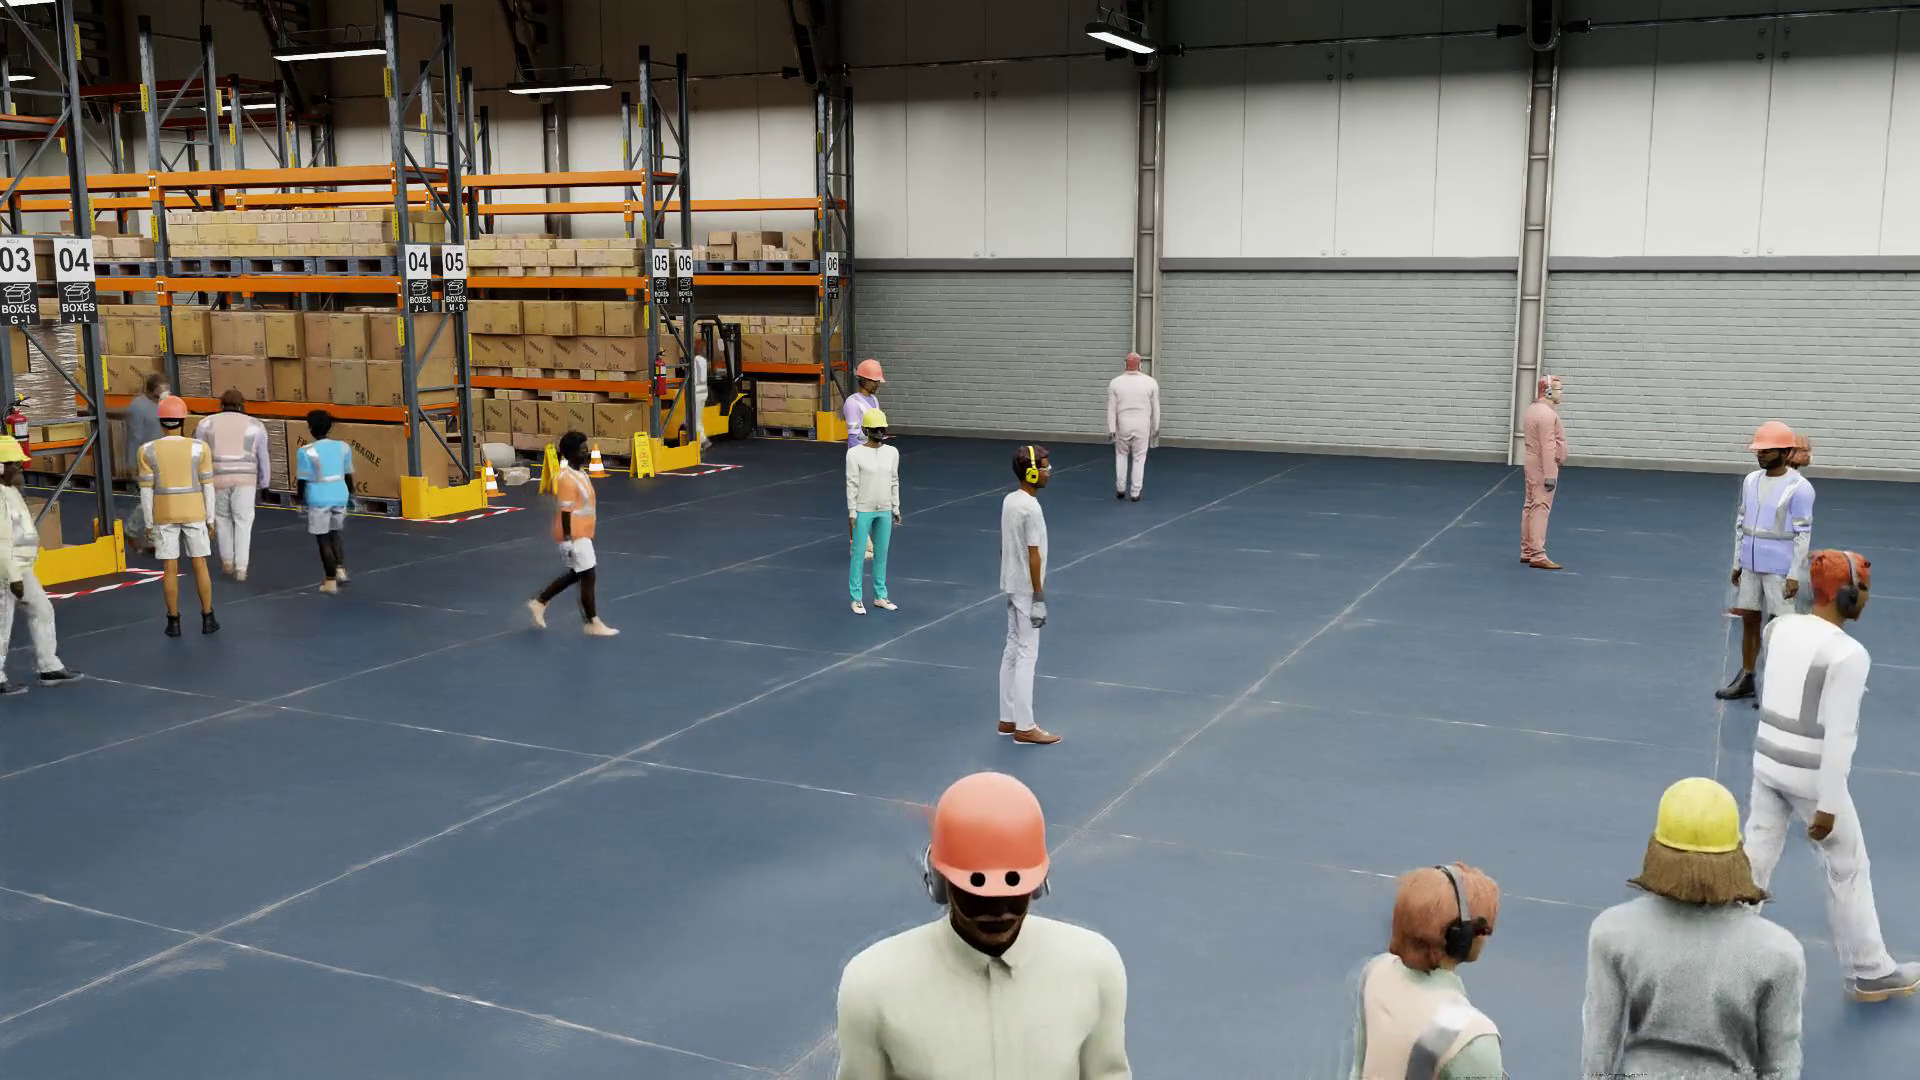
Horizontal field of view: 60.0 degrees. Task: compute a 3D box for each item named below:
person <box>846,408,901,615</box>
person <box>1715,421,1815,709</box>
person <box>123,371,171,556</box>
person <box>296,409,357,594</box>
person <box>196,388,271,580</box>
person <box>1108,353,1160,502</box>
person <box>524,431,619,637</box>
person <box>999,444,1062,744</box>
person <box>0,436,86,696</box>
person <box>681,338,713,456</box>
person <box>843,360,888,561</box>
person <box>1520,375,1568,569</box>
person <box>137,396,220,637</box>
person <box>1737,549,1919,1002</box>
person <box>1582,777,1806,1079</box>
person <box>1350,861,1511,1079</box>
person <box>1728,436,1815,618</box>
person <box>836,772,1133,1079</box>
[{"bbox_3d":[-0.737,-0.251,14.288,0.523,1.769,0.323,-6,11,-33],"label":"person"},{"bbox_3d":[5.426,0.168,11.197,0.361,1.938,0.546,-4,10,-24],"label":"person"},{"bbox_3d":[-8.304,-0.769,17.042,0.473,1.904,0.709,1,9,5],"label":"person"},{"bbox_3d":[-5.786,-0.349,15.138,0.450,1.681,0.561,6,11,34],"label":"person"},{"bbox_3d":[-6.955,-0.545,15.955,0.642,1.807,0.832,-3,10,-17],"label":"person"},{"bbox_3d":[2.227,-1.446,21.251,0.652,1.888,0.669,1,9,9],"label":"person"},{"bbox_3d":[-3.143,-0.044,13.315,0.727,1.674,0.538,0,9,0],"label":"person"},{"bbox_3d":[0.417,0.333,10.394,0.332,1.872,0.514,-3,10,-19],"label":"person"},{"bbox_3d":[-6.475,0.180,11.529,0.748,1.803,0.620,-3,10,-18],"label":"person"},{"bbox_3d":[-4.164,-2.239,26.160,0.428,1.866,0.598,3,10,16],"label":"person"},{"bbox_3d":[-0.943,-0.818,16.948,0.384,2.035,0.605,3,10,19],"label":"person"},{"bbox_3d":[5.793,-0.677,16.470,0.406,1.911,0.636,1,9,5],"label":"person"},{"bbox_3d":[-6.286,-0.190,13.389,0.547,1.938,0.378,-4,10,-23],"label":"person"},{"bbox_3d":[3.495,0.950,6.696,0.926,1.846,0.599,-2,9,-11],"label":"person"},{"bbox_3d":[1.753,1.436,4.052,0.497,1.725,0.604,6,11,31],"label":"person"},{"bbox_3d":[1.002,1.527,3.838,0.749,1.604,0.517,-2,9,-11],"label":"person"},{"bbox_3d":[6.915,-0.088,13.877,0.899,1.577,0.503,2,9,12],"label":"person"},{"bbox_3d":[0.065,1.423,3.383,0.617,1.982,0.429,-3,10,-16],"label":"person"}]
